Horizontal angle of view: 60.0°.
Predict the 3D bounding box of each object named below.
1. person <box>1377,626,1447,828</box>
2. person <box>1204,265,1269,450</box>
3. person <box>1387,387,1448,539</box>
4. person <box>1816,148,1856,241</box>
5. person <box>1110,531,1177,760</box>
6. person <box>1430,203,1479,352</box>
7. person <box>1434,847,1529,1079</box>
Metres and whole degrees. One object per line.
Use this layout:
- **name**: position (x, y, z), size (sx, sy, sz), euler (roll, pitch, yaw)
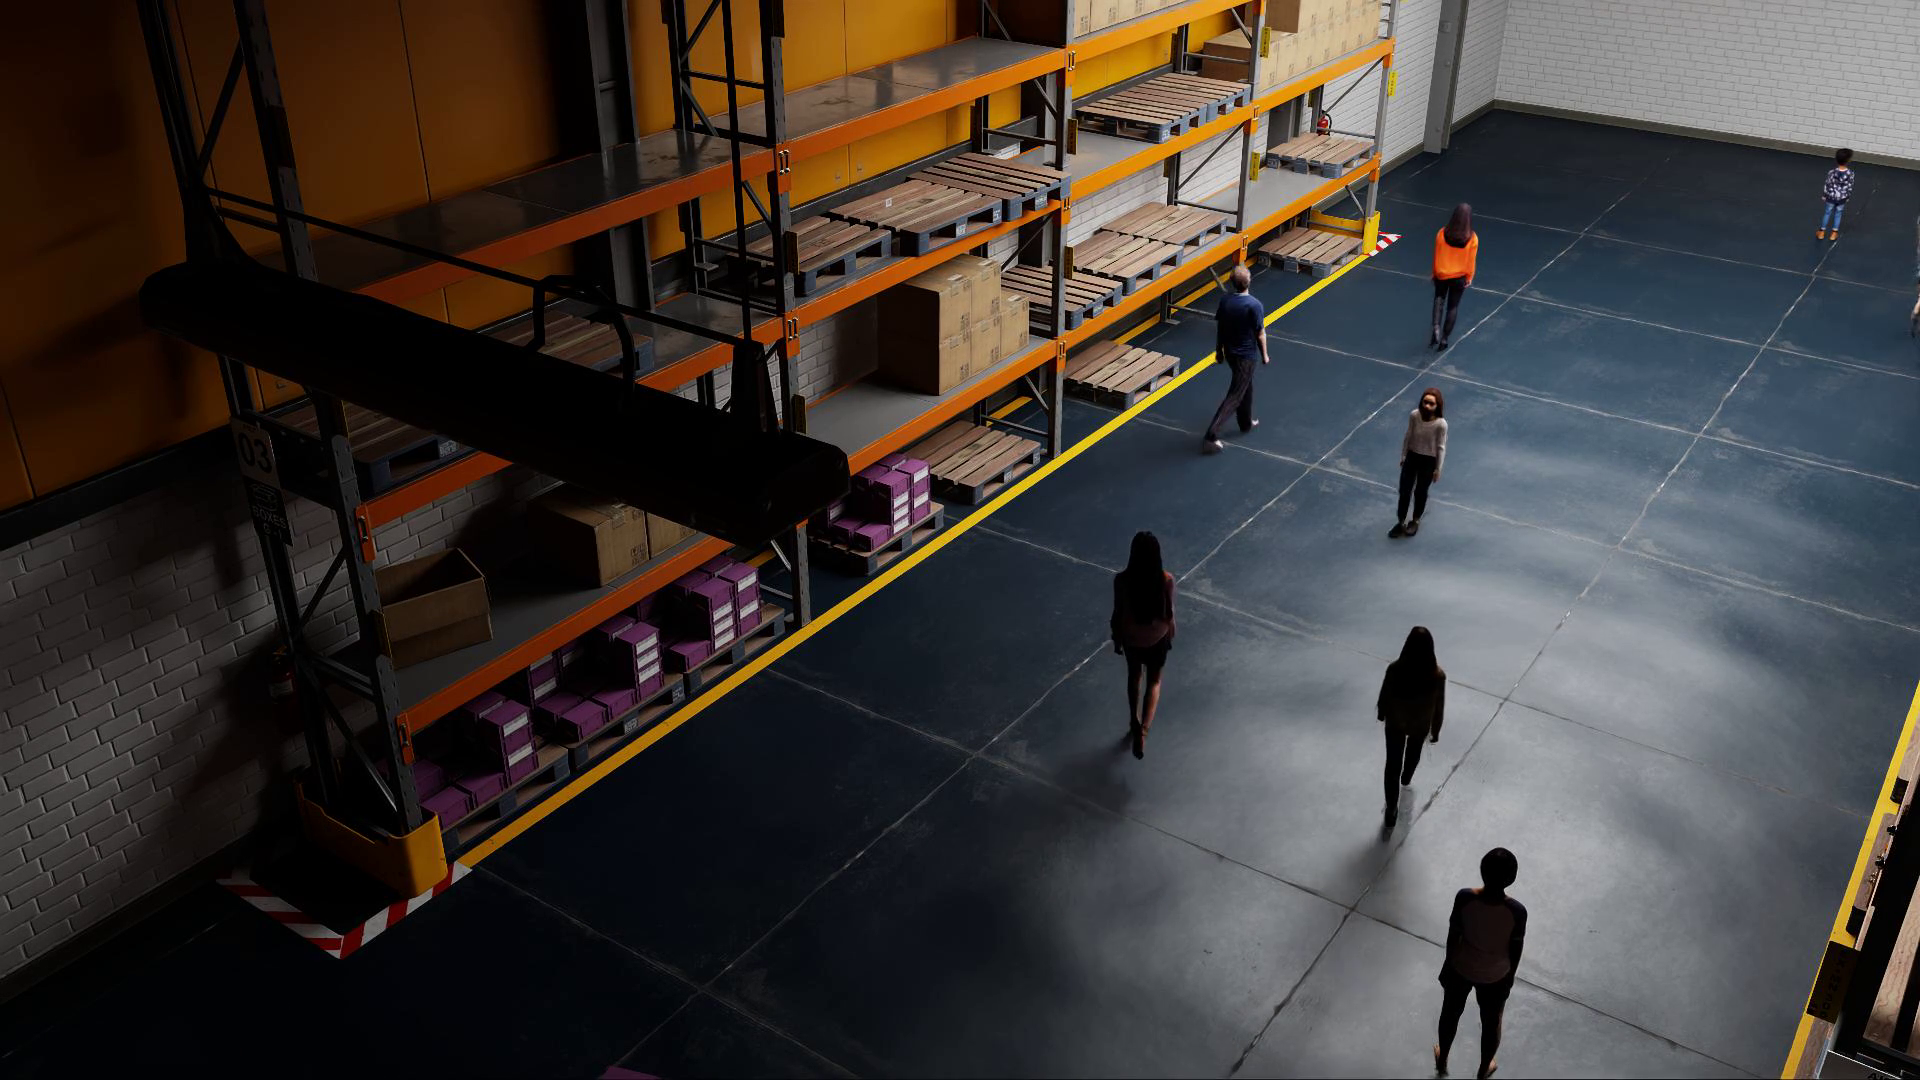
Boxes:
- **person**: position (3.083, 1.313, 11.491), size (0.821, 1.435, 1.075), euler (7, 29, 13)
- **person**: position (2.772, -1.809, 16.812), size (1.222, 1.820, 0.871), euler (-20, 34, -32)
- **person**: position (4.244, -0.739, 15.209), size (0.570, 1.476, 0.621), euler (20, 34, 32)
- **person**: position (12.013, -4.739, 22.776), size (0.529, 1.254, 0.534), euler (12, 31, 21)
- **person**: position (1.339, 0.797, 12.064), size (0.876, 1.792, 1.069), euler (5, 29, 9)
- **person**: position (5.610, -2.983, 19.050), size (0.667, 1.738, 0.643), euler (13, 31, 22)
- **person**: position (2.939, 2.384, 9.393), size (0.594, 1.565, 0.571), euler (12, 31, 21)
